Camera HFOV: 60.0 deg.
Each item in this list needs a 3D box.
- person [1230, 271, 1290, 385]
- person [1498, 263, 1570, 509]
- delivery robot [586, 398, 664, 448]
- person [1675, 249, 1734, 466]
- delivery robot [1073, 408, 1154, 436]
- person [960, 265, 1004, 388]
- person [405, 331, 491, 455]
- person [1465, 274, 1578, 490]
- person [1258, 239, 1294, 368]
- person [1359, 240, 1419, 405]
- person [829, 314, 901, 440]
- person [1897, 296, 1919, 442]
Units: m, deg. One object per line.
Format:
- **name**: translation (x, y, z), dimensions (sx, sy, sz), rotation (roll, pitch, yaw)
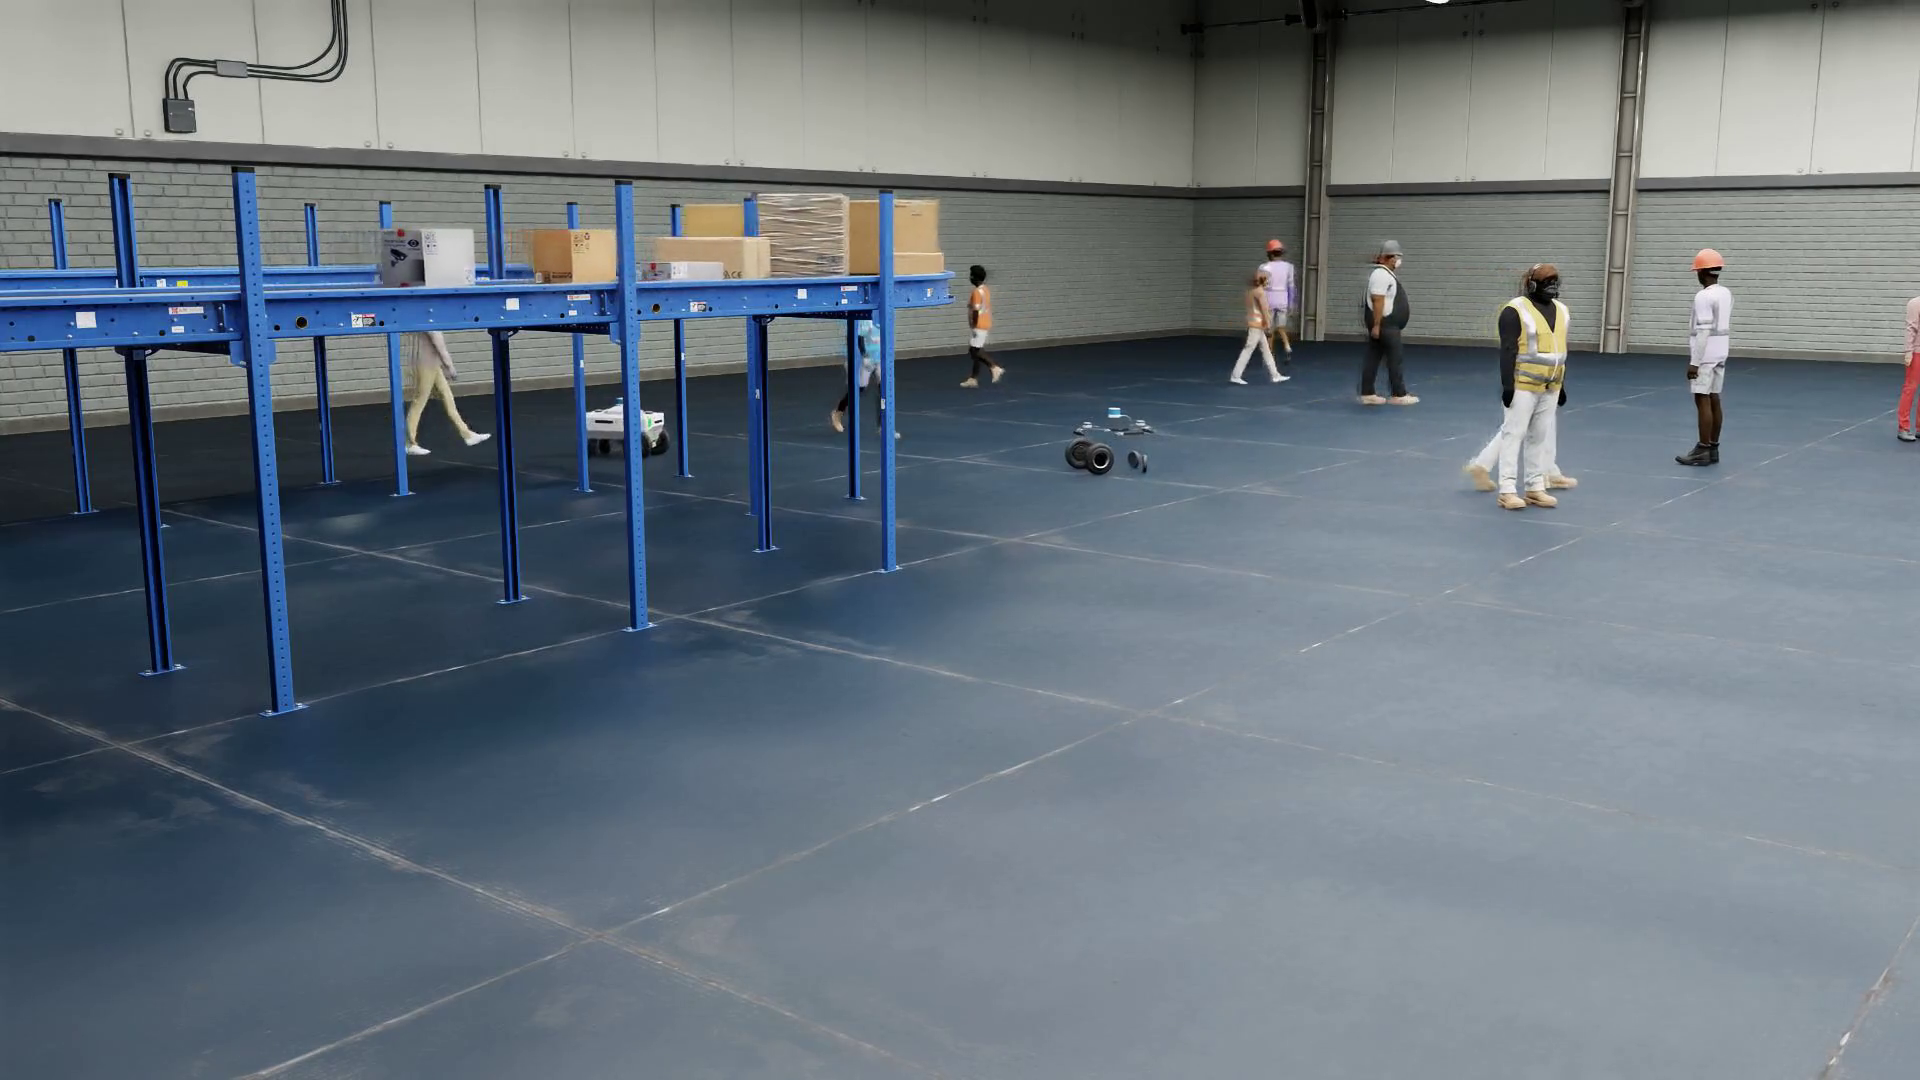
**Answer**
- **person**: translation (4.194, -2.961, 23.243), dimensions (0.880, 1.586, 0.540), rotation (0, 10, -1)
- **person**: translation (4.361, -1.166, 12.613), dimensions (0.624, 1.844, 0.430), rotation (-5, 11, -24)
- **delivery robot**: translation (-3.160, -1.095, 15.630), dimensions (0.707, 0.478, 0.477), rotation (2, 10, 14)
- **person**: translation (6.737, -1.653, 15.054), dimensions (0.547, 1.934, 0.376), rotation (-9, 14, -42)
- **delivery robot**: translation (1.358, -1.051, 14.680), dimensions (0.698, 0.223, 0.335), rotation (-4, 11, -20)
- **person**: translation (0.290, -2.909, 22.705), dimensions (0.592, 1.684, 0.551), rotation (3, 11, 14)
- **person**: translation (-4.897, -1.609, 15.738), dimensions (0.873, 1.591, 0.504), rotation (-4, 11, -19)
- **person**: translation (4.576, -1.294, 13.468), dimensions (0.891, 1.802, 0.611), rotation (2, 10, 9)
- **person**: translation (4.988, -3.723, 26.260), dimensions (0.609, 2.032, 0.578), rotation (-3, 11, -17)
- **person**: translation (5.320, -2.641, 20.347), dimensions (0.847, 2.000, 0.710), rotation (2, 11, 13)
- **person**: translation (-0.969, -1.868, 16.989), dimensions (0.796, 1.663, 0.527), rotation (9, 14, 42)
- **person**: translation (9.773, -1.885, 16.805), dimensions (0.533, 1.768, 0.310), rotation (-3, 11, -16)
